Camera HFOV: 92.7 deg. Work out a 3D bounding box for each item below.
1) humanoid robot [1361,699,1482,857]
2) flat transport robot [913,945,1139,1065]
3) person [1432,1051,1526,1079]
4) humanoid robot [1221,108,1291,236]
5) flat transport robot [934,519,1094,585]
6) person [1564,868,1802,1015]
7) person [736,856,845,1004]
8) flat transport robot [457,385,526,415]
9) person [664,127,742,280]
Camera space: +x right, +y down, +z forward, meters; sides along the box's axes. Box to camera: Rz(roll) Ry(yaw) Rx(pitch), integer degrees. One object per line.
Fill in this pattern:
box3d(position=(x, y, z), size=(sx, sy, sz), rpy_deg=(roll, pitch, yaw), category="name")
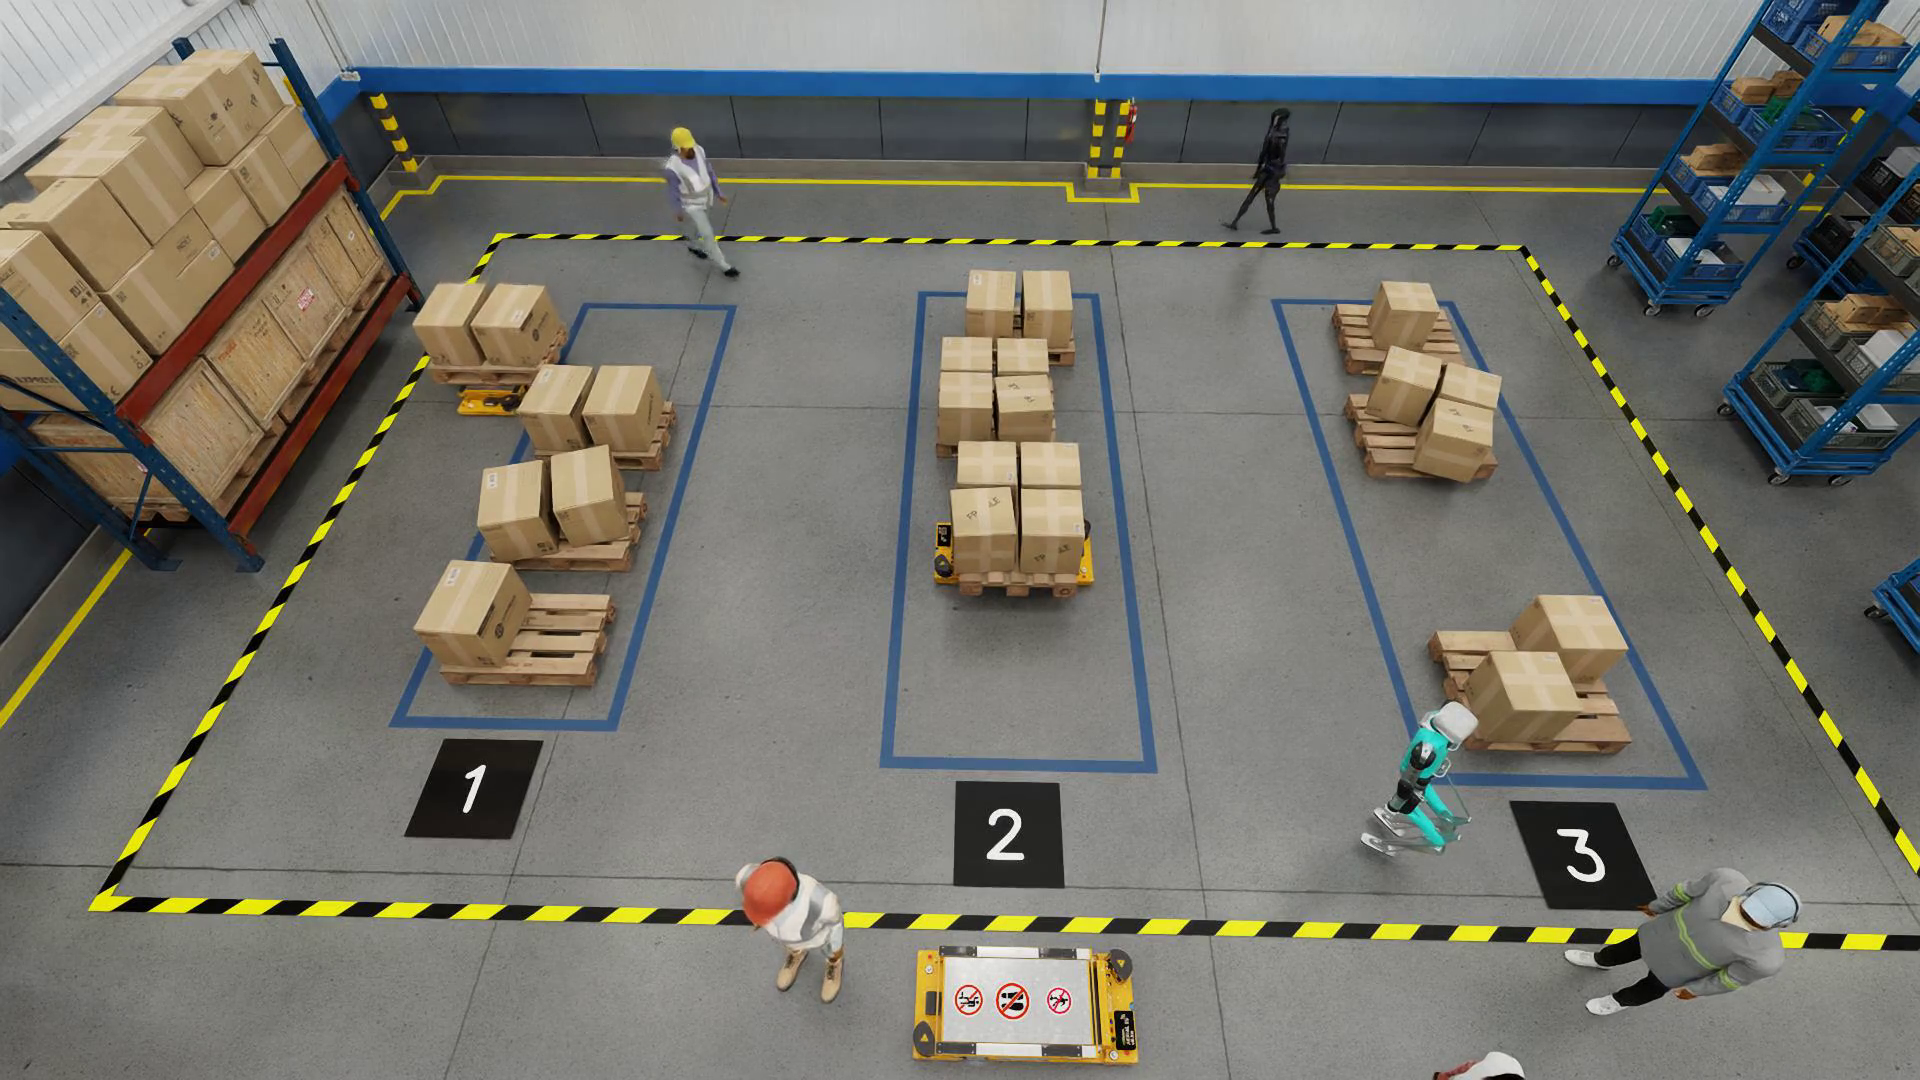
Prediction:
box3d(position=(3.168, 1.701, 6.066), size=(0.735, 1.675, 0.533), rpy_deg=(35, 59, 25), category="humanoid robot")
box3d(position=(0.422, 3.041, 6.007), size=(1.431, 0.231, 0.659), rpy_deg=(1, 51, 1), category="flat transport robot")
box3d(position=(2.606, 3.129, 4.881), size=(0.394, 1.911, 0.580), rpy_deg=(25, 55, 19), category="person")
box3d(position=(3.760, -4.475, 11.254), size=(0.776, 1.624, 0.616), rpy_deg=(-6, 51, -5), category="humanoid robot")
box3d(position=(0.490, 0.087, 8.397), size=(1.431, 0.197, 0.652), rpy_deg=(1, 51, 1), category="flat transport robot")
box3d(position=(4.313, 2.426, 5.486), size=(0.364, 1.852, 0.590), rpy_deg=(0, 51, 0), category="person")
box3d(position=(-0.973, 2.331, 5.450), size=(0.607, 2.031, 0.406), rpy_deg=(14, 52, 11), category="person")
box3d(position=(-4.939, -1.920, 10.033), size=(0.652, 0.197, 1.431), rpy_deg=(1, 51, 1), category="flat transport robot")
box3d(position=(-3.074, -3.988, 10.762), size=(0.947, 1.784, 0.590), rpy_deg=(22, 54, 17), category="person")
